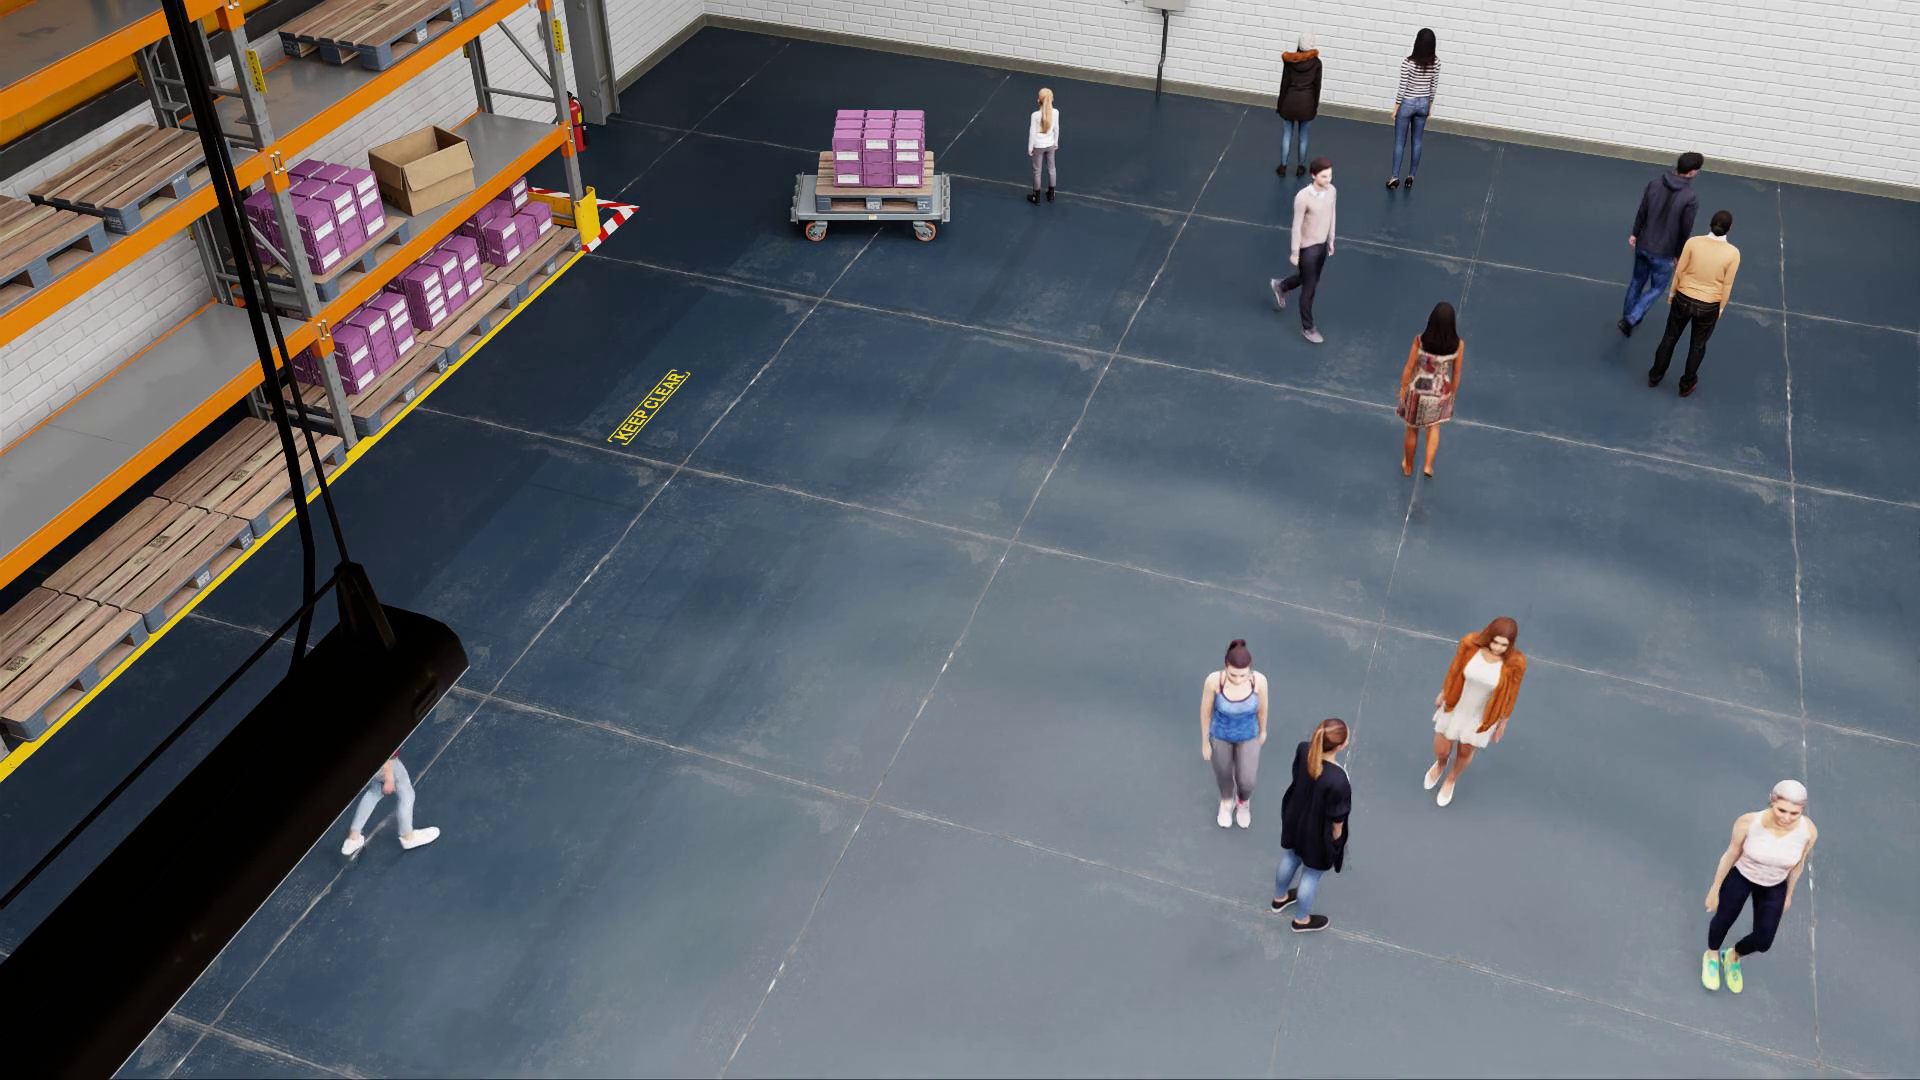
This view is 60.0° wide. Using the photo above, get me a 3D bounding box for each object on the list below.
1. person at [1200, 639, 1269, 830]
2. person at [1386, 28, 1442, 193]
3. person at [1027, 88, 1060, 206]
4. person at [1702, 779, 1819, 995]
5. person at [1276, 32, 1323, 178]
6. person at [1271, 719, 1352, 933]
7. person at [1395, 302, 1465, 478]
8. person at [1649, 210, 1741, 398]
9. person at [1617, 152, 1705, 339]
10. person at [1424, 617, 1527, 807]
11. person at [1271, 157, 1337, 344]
[{"bbox_3d":[1.759,1.202,10.686,0.629,1.591,0.615,4,39,5],"label":"person"},{"bbox_3d":[4.842,-4.590,17.773,0.641,1.797,0.629,-5,39,-6],"label":"person"},{"bbox_3d":[0.889,-4.194,17.693,0.582,1.279,0.635,-14,41,-16],"label":"person"},{"bbox_3d":[4.599,1.938,9.680,0.663,1.695,0.614,8,39,10],"label":"person"},{"bbox_3d":[3.681,-4.734,18.085,0.672,1.633,0.658,5,39,6],"label":"person"},{"bbox_3d":[2.112,1.700,9.988,0.770,1.683,0.717,-18,42,-21],"label":"person"},{"bbox_3d":[3.830,-1.162,13.609,0.740,1.636,0.840,4,39,5],"label":"person"},{"bbox_3d":[6.504,-2.096,14.688,0.701,1.750,0.653,23,44,26],"label":"person"},{"bbox_3d":[6.380,-2.660,15.293,0.938,1.876,1.060,31,48,33],"label":"person"},{"bbox_3d":[3.359,1.043,10.805,0.683,1.691,0.676,23,44,26],"label":"person"},{"bbox_3d":[3.237,-2.759,15.484,1.056,1.793,1.038,-23,44,-26],"label":"person"}]
